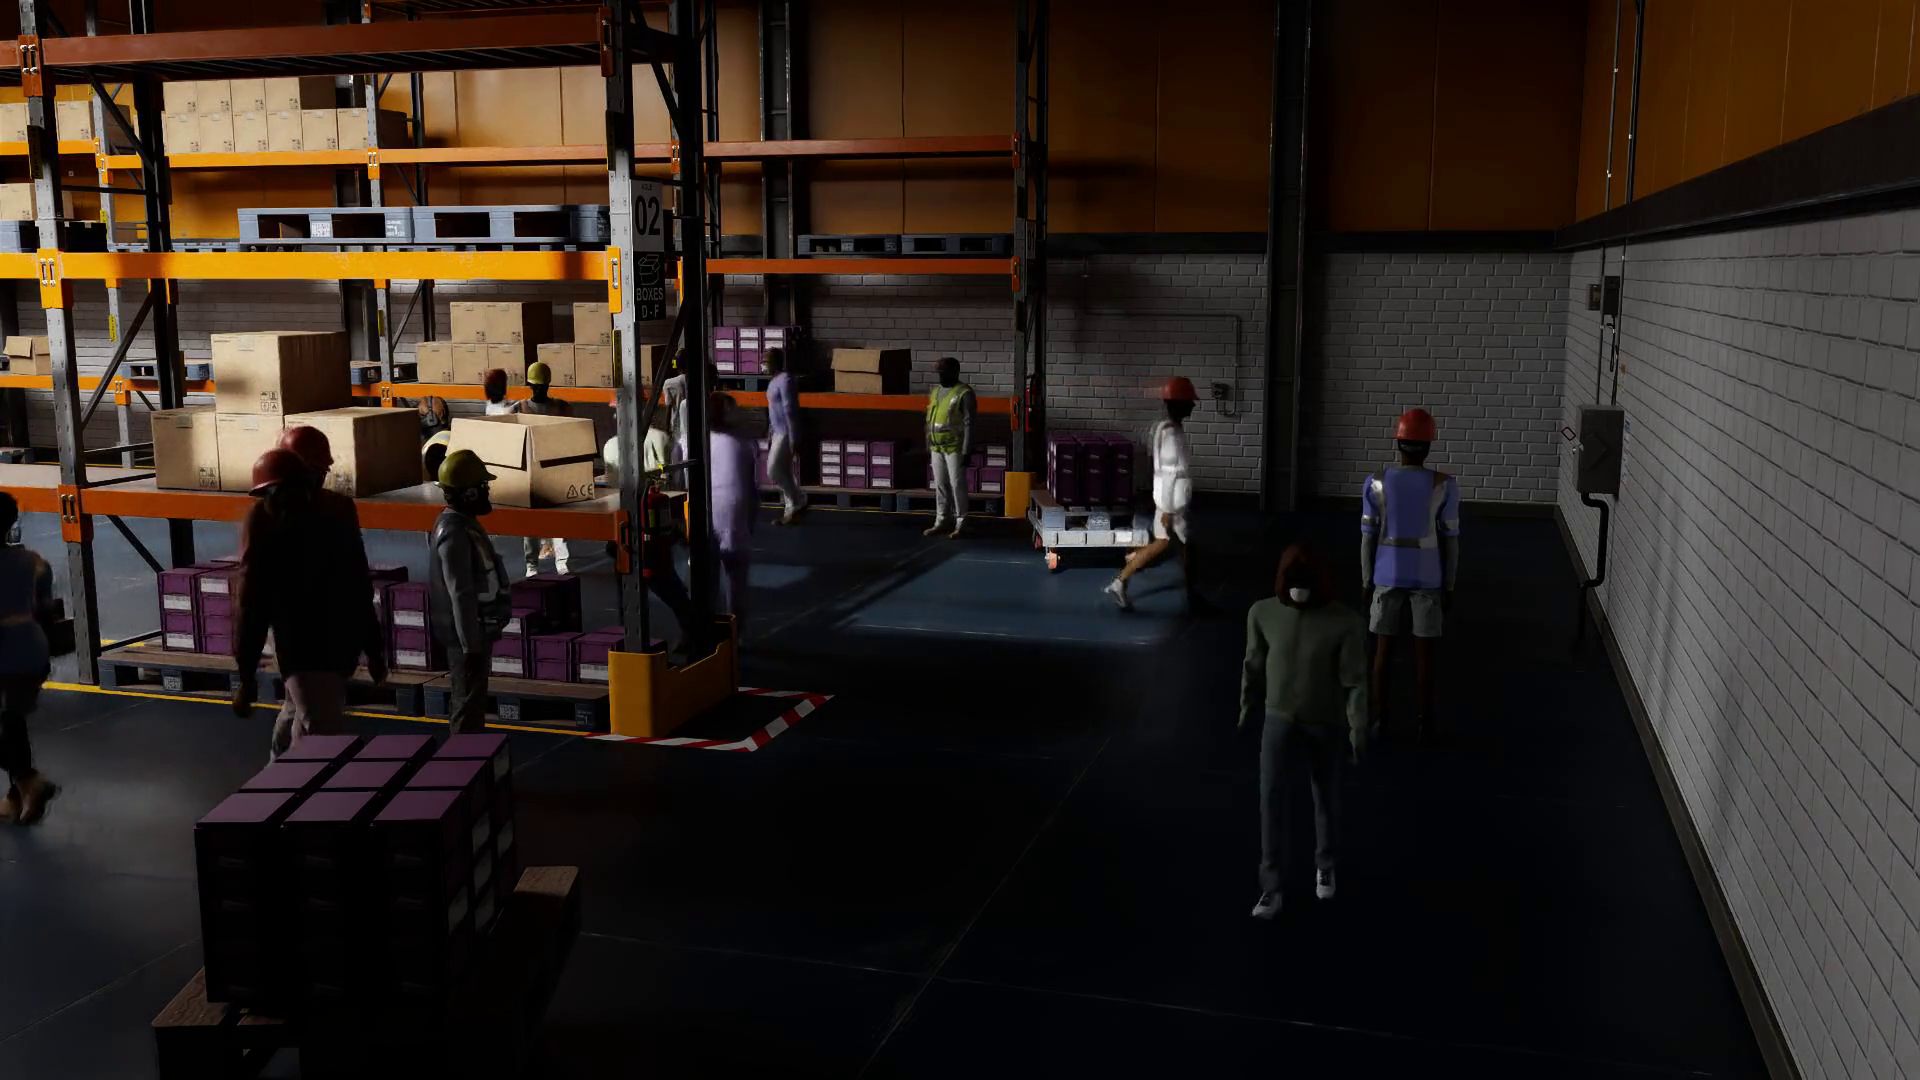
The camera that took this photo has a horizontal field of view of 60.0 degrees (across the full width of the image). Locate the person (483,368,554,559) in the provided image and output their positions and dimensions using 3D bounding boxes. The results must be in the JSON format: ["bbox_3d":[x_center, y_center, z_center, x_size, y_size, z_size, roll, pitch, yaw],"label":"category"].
[{"bbox_3d":[-4.166,-0.686,15.381,0.987,1.837,0.587,-5,10,-26],"label":"person"}]

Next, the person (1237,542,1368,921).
[{"bbox_3d":[1.437,0.798,7.049,0.583,1.591,0.768,4,10,25],"label":"person"}]

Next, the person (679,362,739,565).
[{"bbox_3d":[-2.297,-0.688,15.242,0.576,1.882,0.355,-6,11,-33],"label":"person"}]

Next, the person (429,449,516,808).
[{"bbox_3d":[-2.459,0.458,8.393,0.404,1.837,0.596,-3,10,-18],"label":"person"}]

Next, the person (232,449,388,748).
[{"bbox_3d":[-2.978,0.554,7.542,1.050,1.918,0.705,3,10,16],"label":"person"}]

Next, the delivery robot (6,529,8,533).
[{"bbox_3d":[-9.663,-0.245,16.291,0.707,0.478,0.477,5,11,28],"label":"delivery robot"}]

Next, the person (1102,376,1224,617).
[{"bbox_3d":[1.590,-0.334,13.025,0.910,1.910,0.551,0,9,2],"label":"person"}]

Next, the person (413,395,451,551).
[{"bbox_3d":[-3.728,-0.119,11.926,0.429,1.836,0.626,-2,10,-14],"label":"person"}]

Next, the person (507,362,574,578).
[{"bbox_3d":[-3.679,-0.615,14.702,0.581,1.919,0.393,-4,10,-24],"label":"person"}]

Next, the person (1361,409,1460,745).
[{"bbox_3d":[2.582,0.214,9.574,0.548,1.937,0.358,3,10,19],"label":"person"}]

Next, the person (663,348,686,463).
[{"bbox_3d":[-2.982,-1.150,18.097,0.509,1.872,0.329,-5,10,-26],"label":"person"}]

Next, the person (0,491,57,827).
[{"bbox_3d":[-4.587,0.592,8.046,0.507,1.675,0.544,4,10,23],"label":"person"}]

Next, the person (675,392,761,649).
[{"bbox_3d":[-1.768,-0.148,12.086,0.657,1.842,0.991,-3,10,-19],"label":"person"}]

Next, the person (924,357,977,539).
[{"bbox_3d":[-0.120,-0.927,16.841,0.429,1.840,0.659,-8,13,-42],"label":"person"}]

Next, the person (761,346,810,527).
[{"bbox_3d":[-1.862,-1.068,17.463,0.454,1.915,0.694,-3,10,-20],"label":"person"}]

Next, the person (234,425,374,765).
[{"bbox_3d":[-3.248,0.403,8.319,0.458,1.970,0.658,6,11,34],"label":"person"}]

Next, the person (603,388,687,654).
[{"bbox_3d":[-2.142,-0.116,11.508,0.683,1.970,0.663,6,11,34],"label":"person"}]
